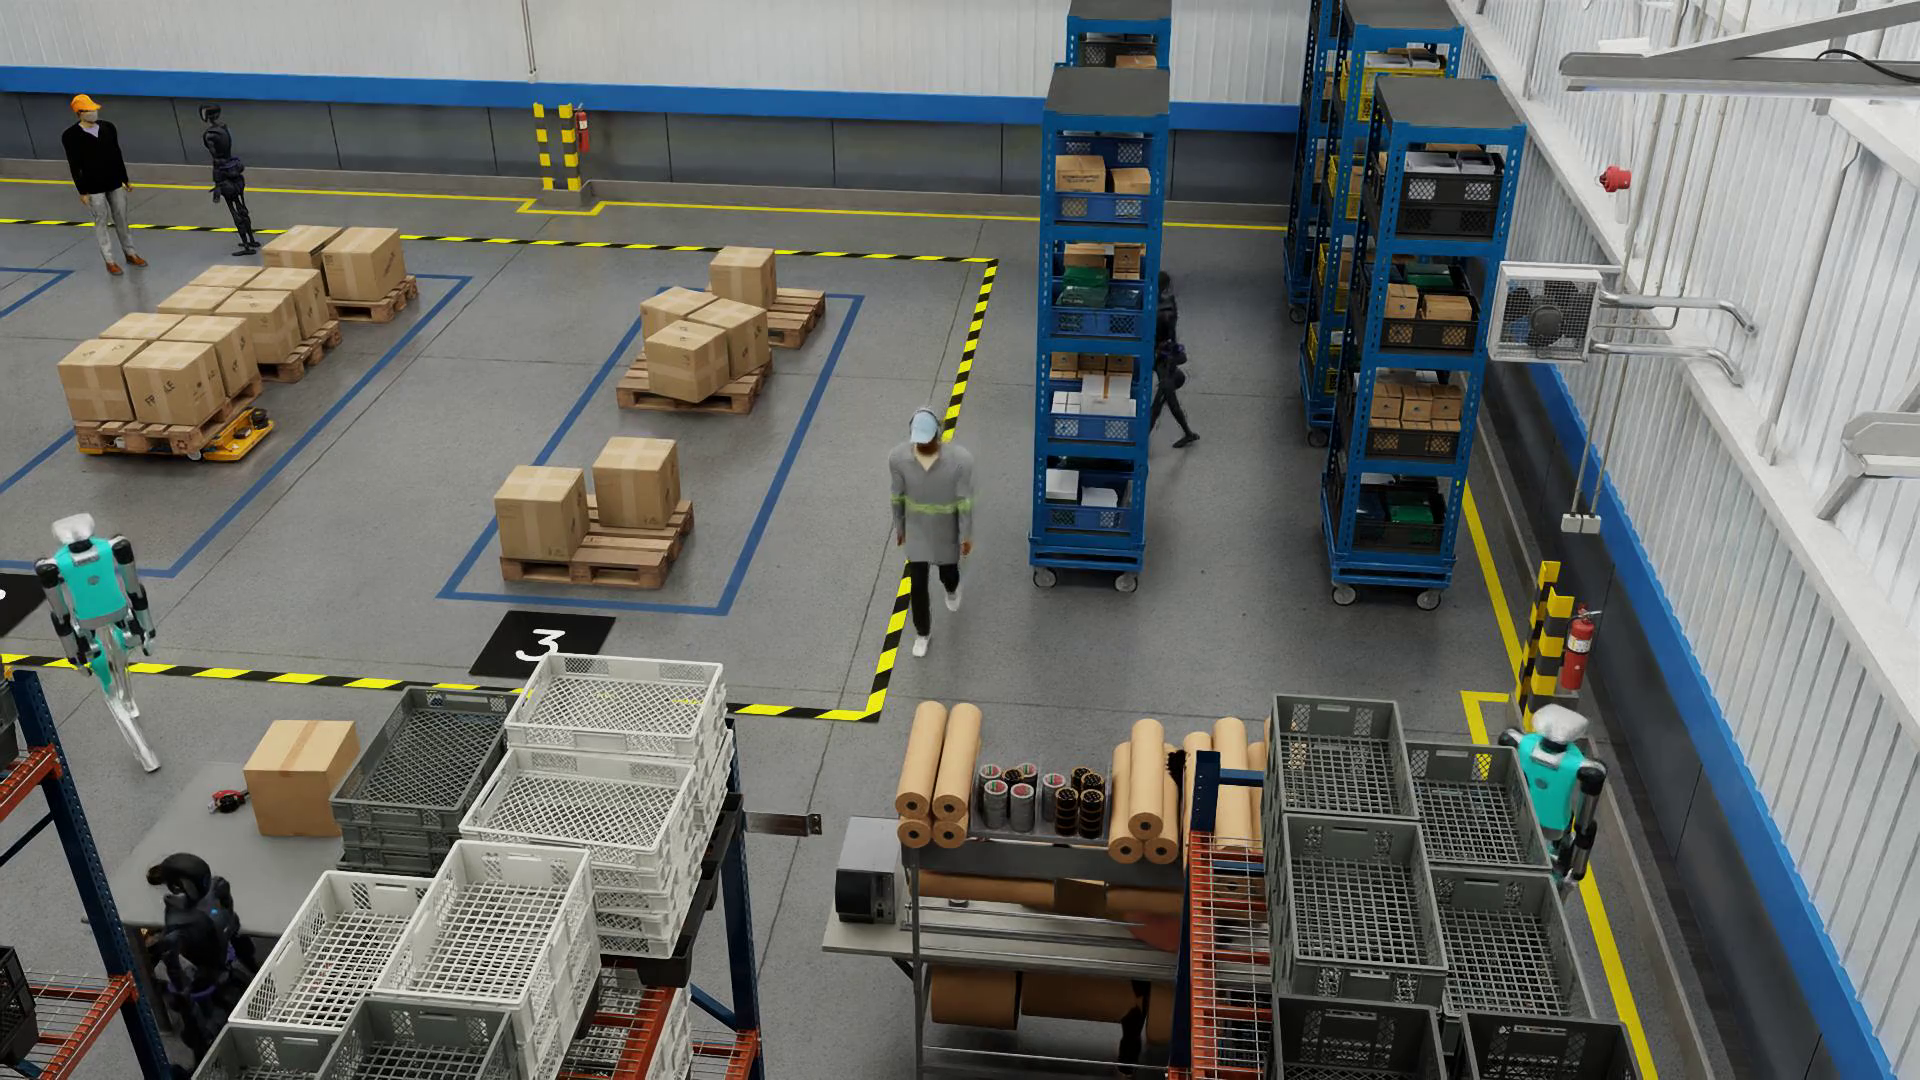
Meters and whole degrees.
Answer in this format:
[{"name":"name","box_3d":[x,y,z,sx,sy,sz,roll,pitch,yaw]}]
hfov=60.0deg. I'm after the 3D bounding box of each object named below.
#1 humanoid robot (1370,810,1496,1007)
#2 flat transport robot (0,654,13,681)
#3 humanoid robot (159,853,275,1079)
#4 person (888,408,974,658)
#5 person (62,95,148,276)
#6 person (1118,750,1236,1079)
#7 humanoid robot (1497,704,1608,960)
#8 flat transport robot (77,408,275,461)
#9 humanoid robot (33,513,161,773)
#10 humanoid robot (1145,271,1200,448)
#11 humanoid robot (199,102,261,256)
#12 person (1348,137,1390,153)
[{"name":"humanoid robot","box_3d":[2.318,1.903,8.030,0.616,1.626,0.701,3,30,5]},{"name":"flat transport robot","box_3d":[-7.142,0.969,11.010,1.431,0.231,0.659,3,30,6]},{"name":"humanoid robot","box_3d":[-3.509,2.107,7.690,0.694,1.639,0.585,2,30,3]},{"name":"person","box_3d":[-0.187,-0.125,11.335,0.582,1.830,0.647,4,30,7]},{"name":"person","box_3d":[-9.009,-3.741,17.494,0.361,1.884,0.590,18,35,28]},{"name":"person","box_3d":[1.013,1.816,7.877,0.599,1.954,0.364,12,32,19]},{"name":"humanoid robot","box_3d":[3.039,1.522,8.579,0.535,1.773,0.721,22,37,33]},{"name":"flat transport robot","box_3d":[-6.728,-0.944,14.268,1.431,0.197,0.652,3,30,6]},{"name":"humanoid robot","box_3d":[-5.344,0.542,10.338,0.540,1.772,1.041,-22,37,-32]},{"name":"humanoid robot","box_3d":[1.705,-1.458,13.806,0.758,1.628,0.601,-7,31,-12]},{"name":"humanoid robot","box_3d":[-7.919,-3.910,17.972,0.315,1.659,0.599,-2,30,-4]},{"name":"person","box_3d":[4.261,-3.698,17.367,0.372,1.940,0.630,-24,38,-35]}]
